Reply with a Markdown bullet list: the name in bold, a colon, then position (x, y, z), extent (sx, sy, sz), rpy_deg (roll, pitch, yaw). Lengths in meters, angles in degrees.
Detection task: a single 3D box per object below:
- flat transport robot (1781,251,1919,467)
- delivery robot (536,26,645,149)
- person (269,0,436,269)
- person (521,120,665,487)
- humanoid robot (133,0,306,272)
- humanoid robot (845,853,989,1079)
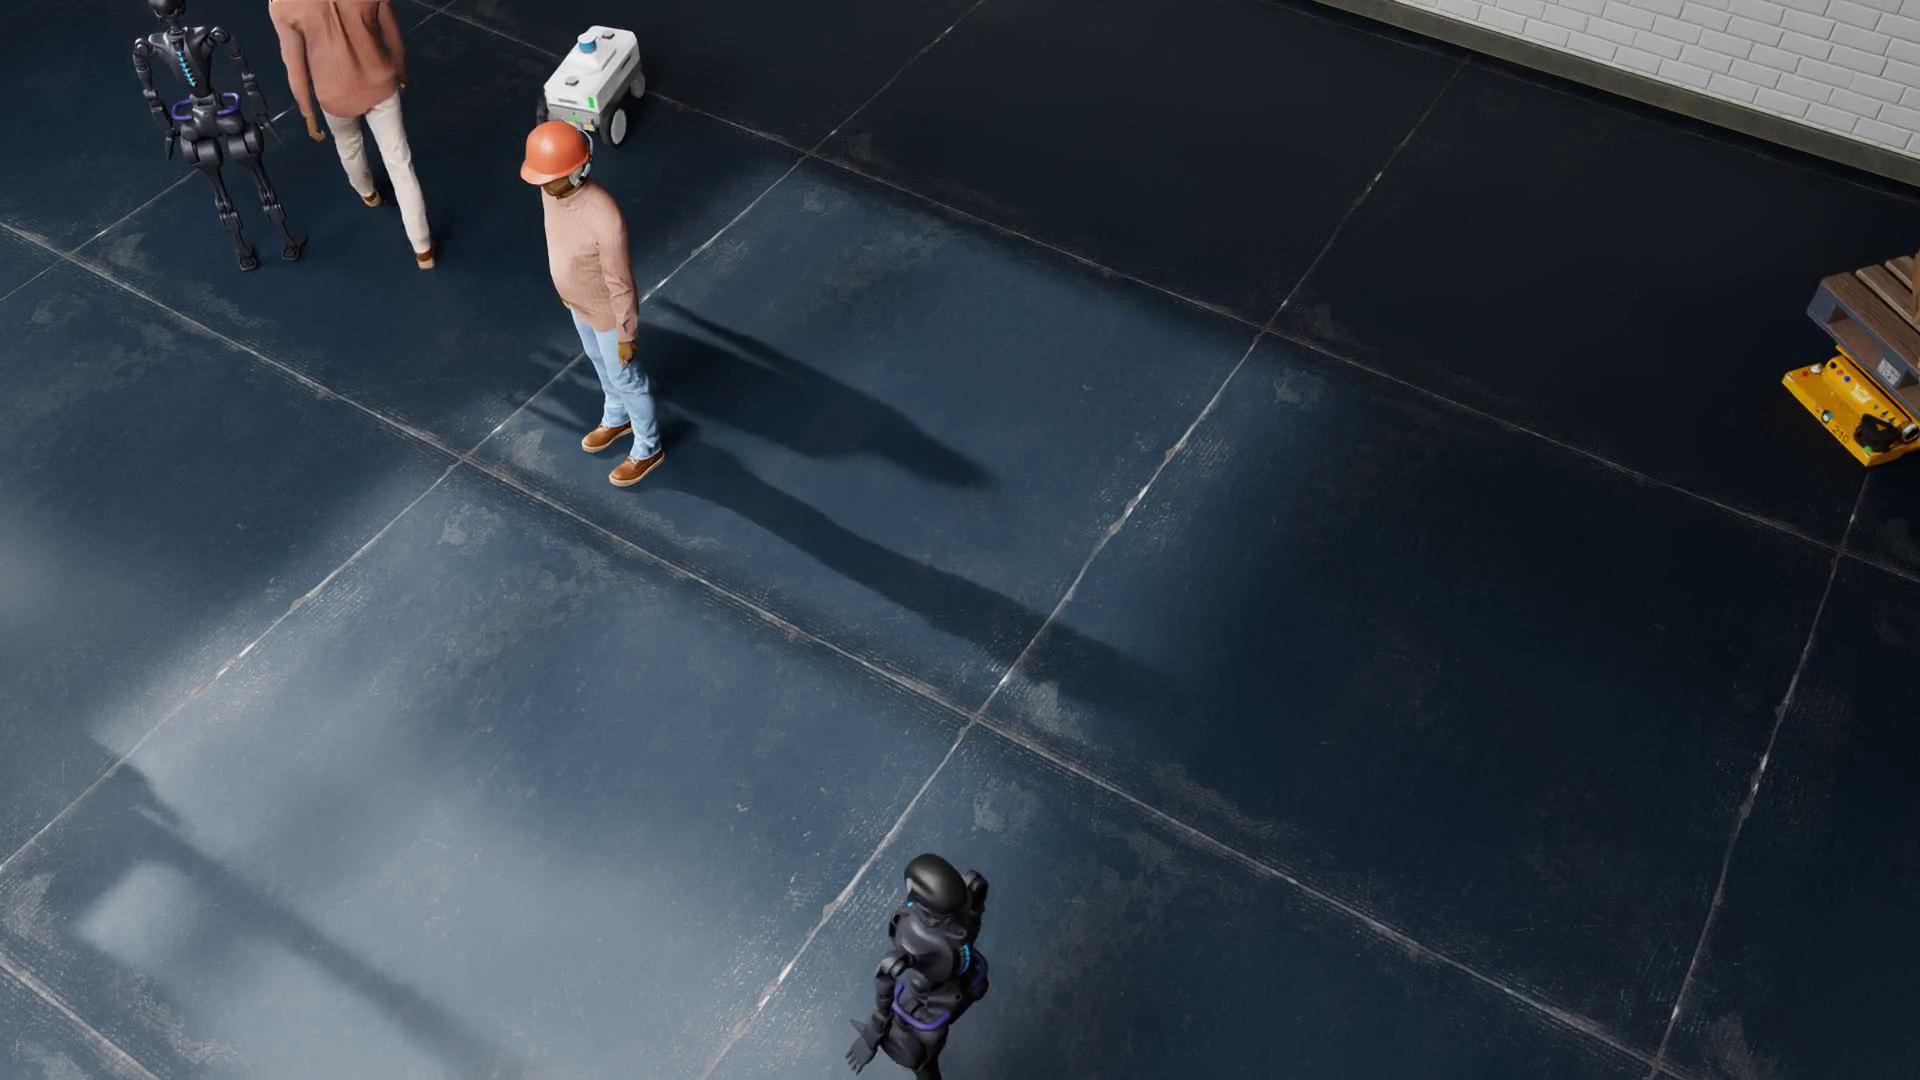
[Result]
- **flat transport robot**: position (5.041, -0.821, 8.533), extent (1.431, 0.231, 0.659), rpy_deg (-15, 51, -13)
- **delivery robot**: position (-2.211, -2.765, 10.041), extent (0.499, 0.593, 0.797), rpy_deg (12, 50, 11)
- **person**: position (-3.219, -2.433, 8.838), extent (0.638, 1.933, 0.997), rpy_deg (-21, 52, -18)
- **person**: position (-1.673, -1.079, 7.623), extent (0.402, 1.986, 0.610), rpy_deg (-31, 56, -24)
- **humanoid robot**: position (-3.926, -2.169, 8.767), extent (0.599, 1.657, 0.315), rpy_deg (-11, 50, -10)
- **humanoid robot**: position (-0.099, 1.553, 5.570), extent (0.791, 1.645, 0.590), rpy_deg (31, 56, 24)
